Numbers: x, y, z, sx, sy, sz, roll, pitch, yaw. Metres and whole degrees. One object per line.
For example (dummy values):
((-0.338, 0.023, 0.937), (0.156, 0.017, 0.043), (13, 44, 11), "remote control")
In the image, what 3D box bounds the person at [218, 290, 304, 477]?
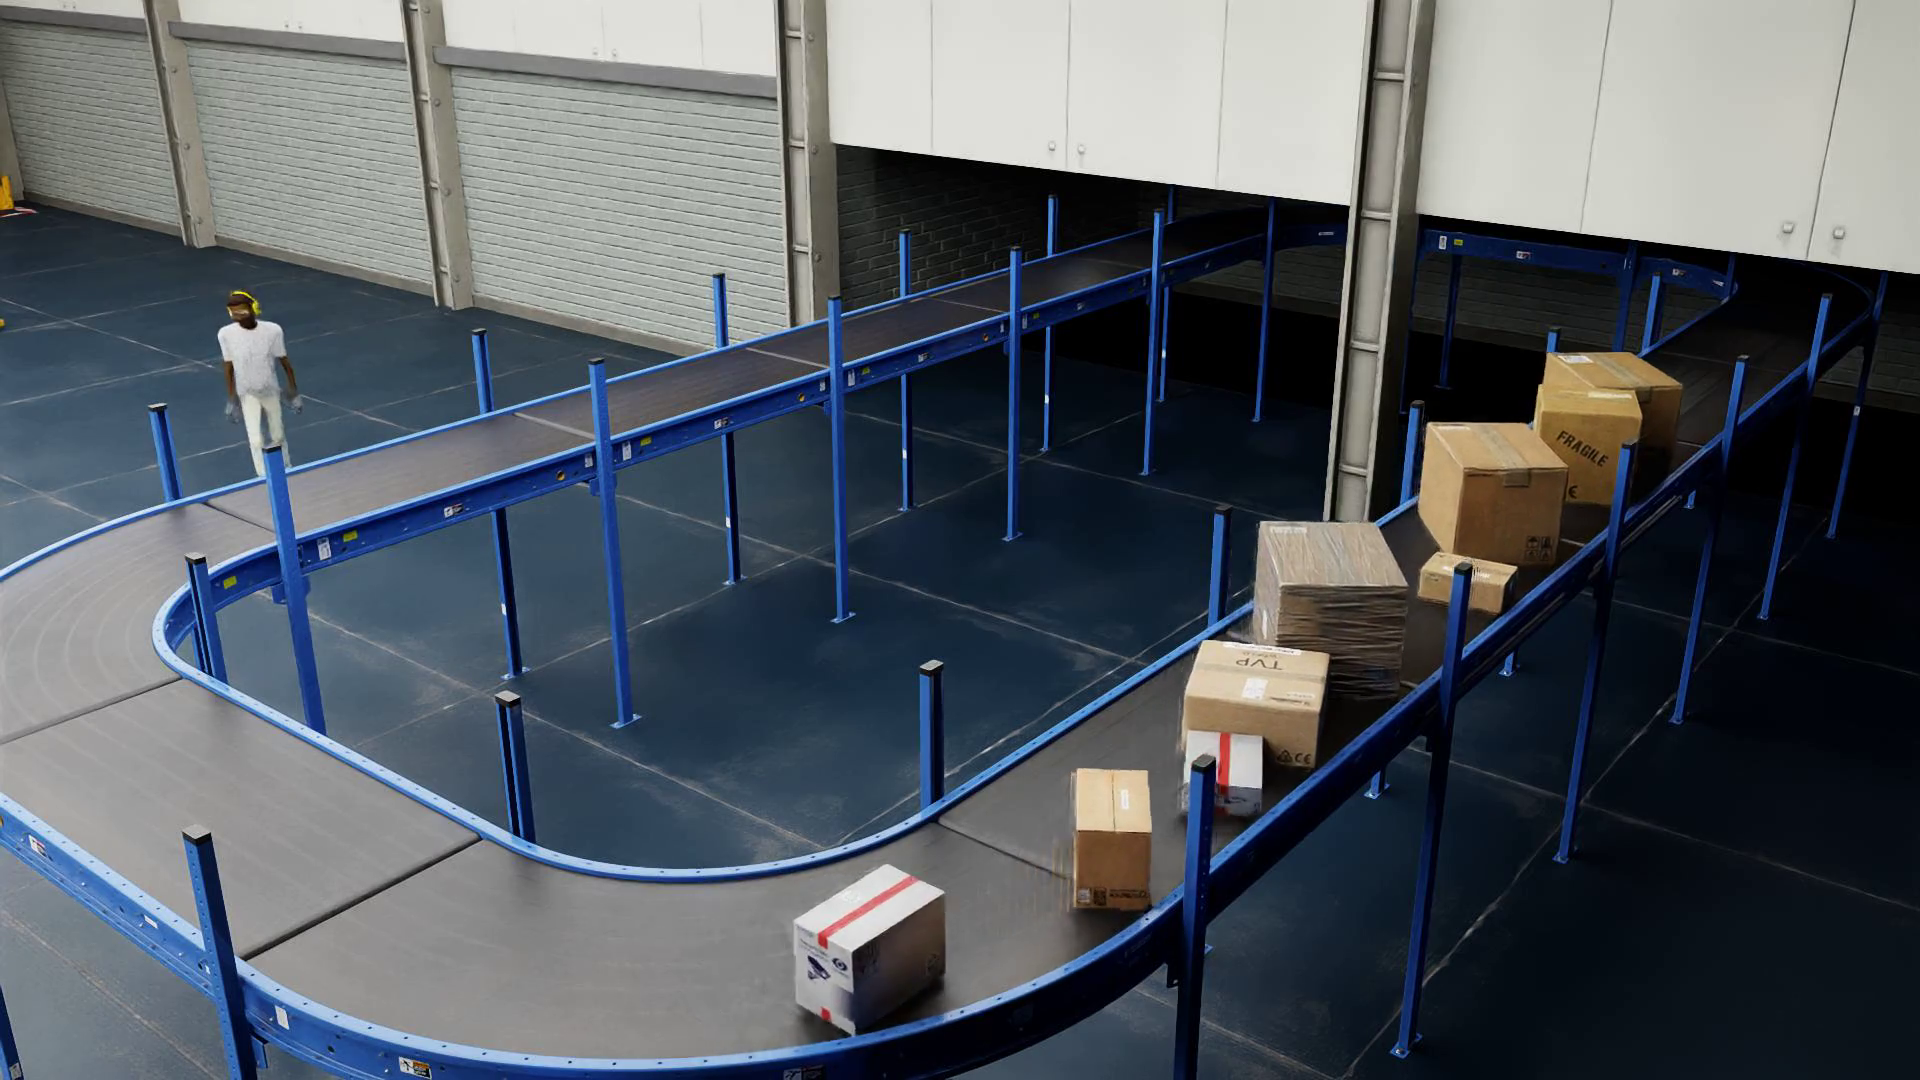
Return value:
((-5.728, -1.156, 13.647), (0.624, 1.815, 0.866), (-9, 23, -22), "person")
